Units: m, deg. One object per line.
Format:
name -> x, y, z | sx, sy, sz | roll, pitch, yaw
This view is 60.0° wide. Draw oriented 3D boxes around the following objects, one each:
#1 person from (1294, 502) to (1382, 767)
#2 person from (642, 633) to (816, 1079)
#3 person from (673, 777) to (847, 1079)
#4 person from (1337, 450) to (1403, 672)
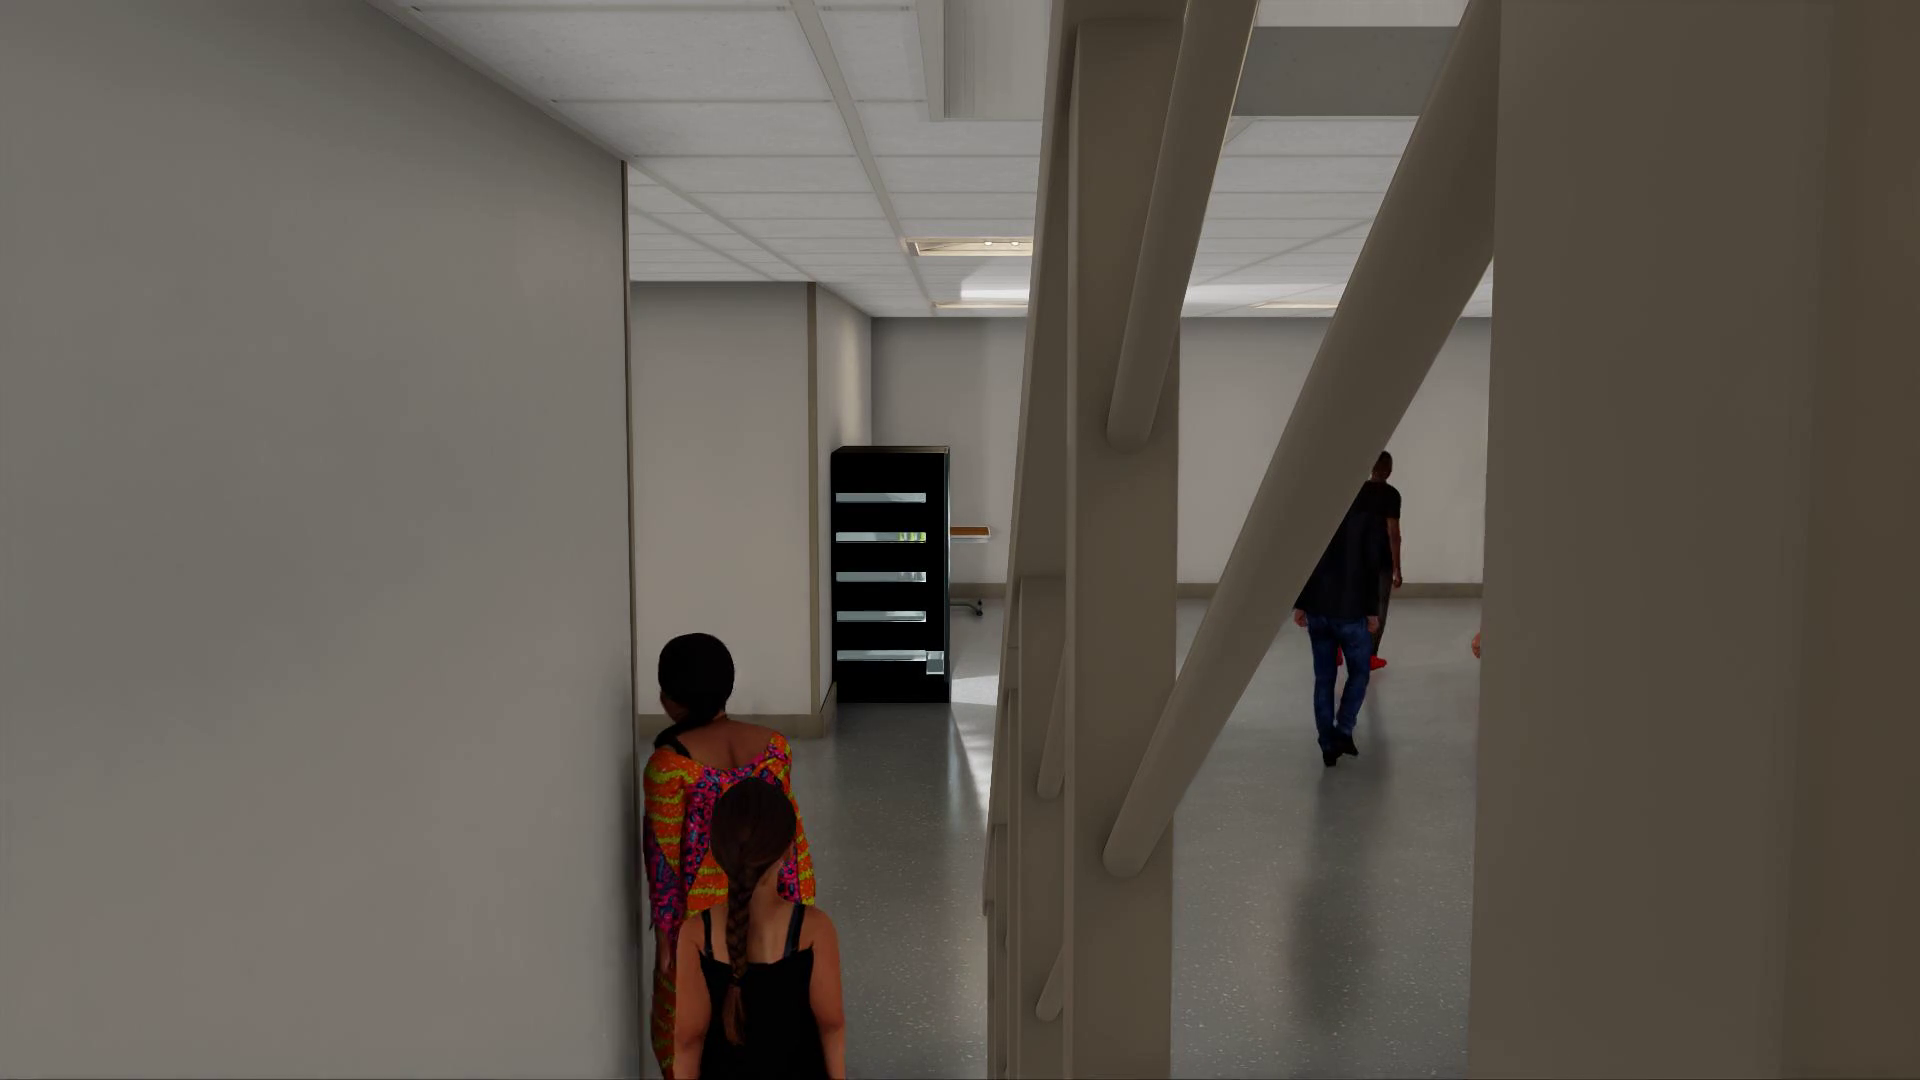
person -> 2.274, 0.452, 10.102 | 0.792, 1.884, 0.792 | 2, 6, 23
person -> -0.670, 1.093, 4.776 | 0.914, 1.660, 0.983 | -4, 7, -35
person -> -0.408, 1.291, 3.478 | 0.516, 1.540, 0.958 | 0, 6, -1
person -> 3.233, 0.185, 13.315 | 1.071, 1.771, 1.017 | -5, 8, -43
